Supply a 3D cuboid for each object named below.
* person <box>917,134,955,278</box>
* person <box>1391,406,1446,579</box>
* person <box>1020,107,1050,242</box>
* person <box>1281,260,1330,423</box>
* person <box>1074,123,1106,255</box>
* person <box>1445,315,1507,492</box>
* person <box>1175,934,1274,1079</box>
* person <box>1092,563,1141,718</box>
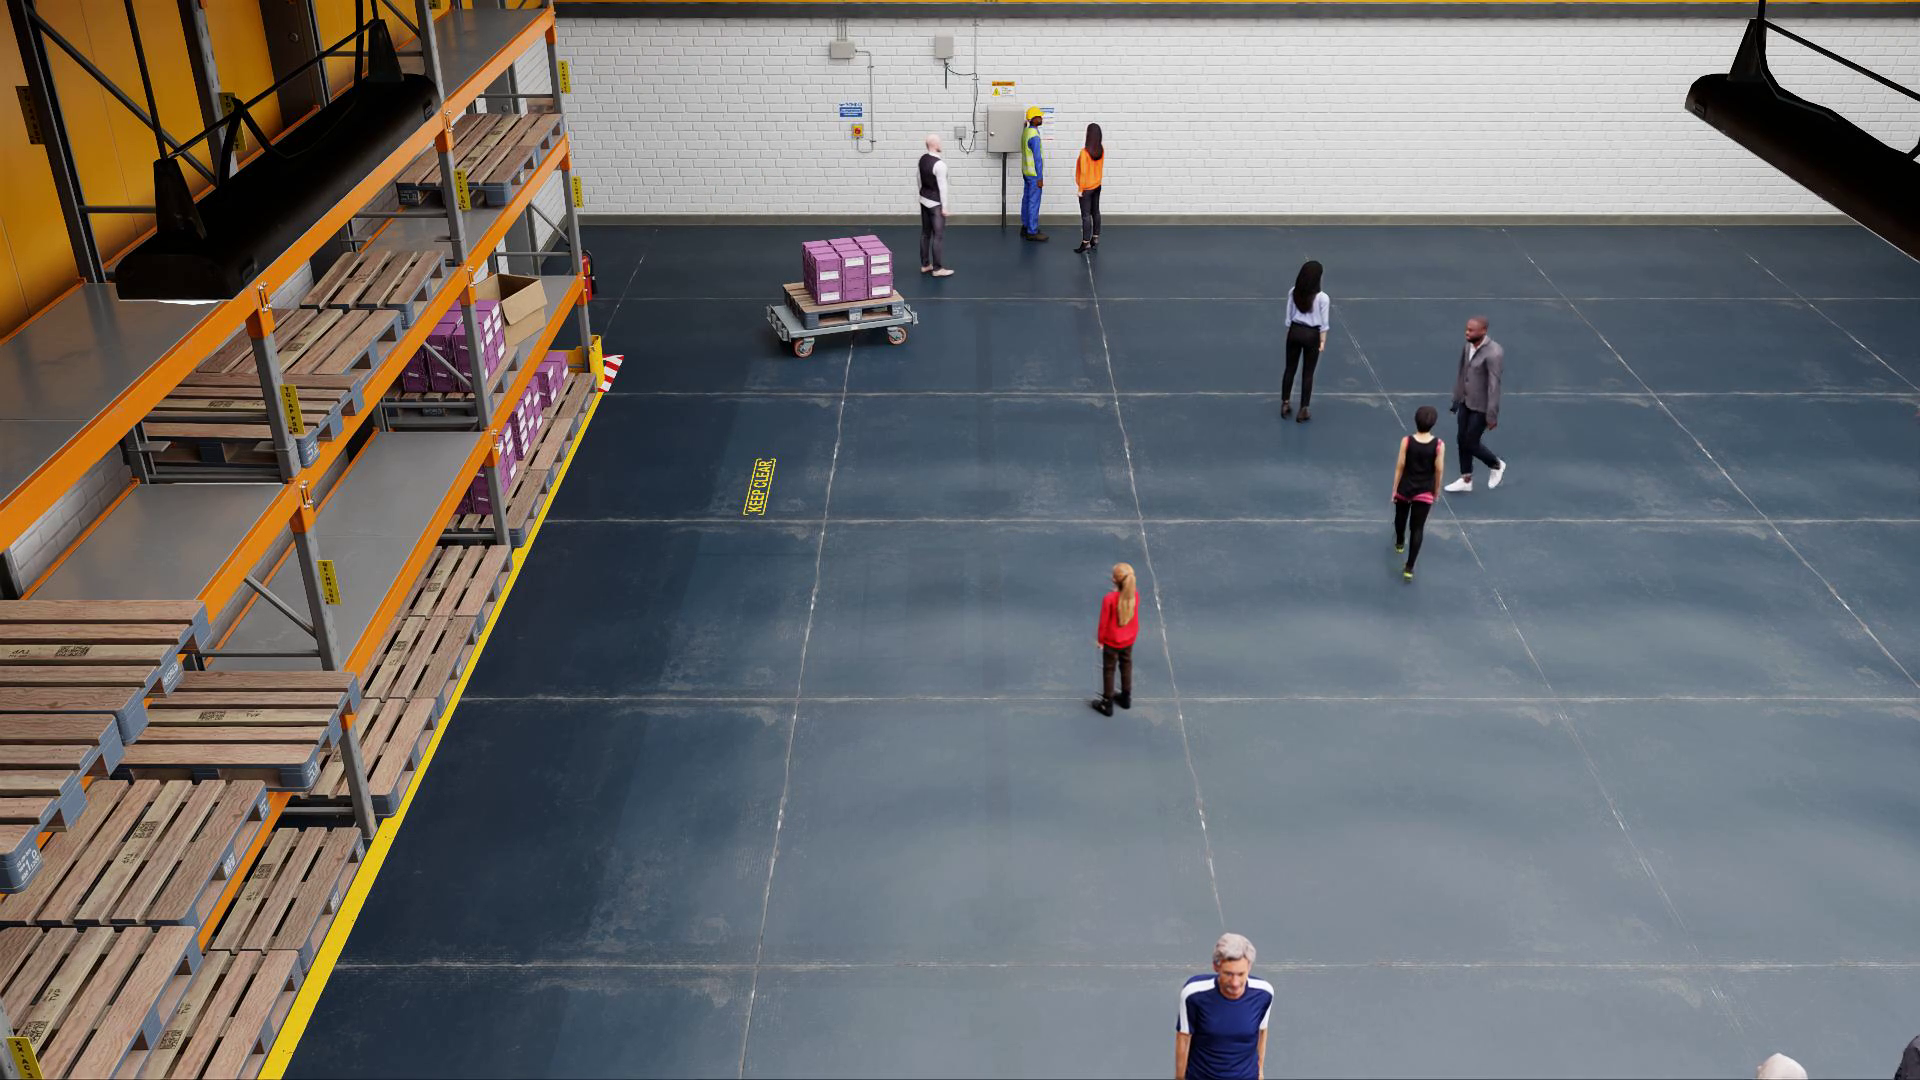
[{"bbox_3d":[-0.342,-4.316,21.448,0.841,1.822,0.751,-20,34,-32],"label":"person"},{"bbox_3d":[3.989,-0.404,14.598,0.780,1.513,1.074,7,29,13],"label":"person"},{"bbox_3d":[0.998,-5.027,22.760,0.780,1.813,0.609,-7,29,-13],"label":"person"},{"bbox_3d":[3.600,-2.097,17.461,0.723,1.744,0.738,17,33,28],"label":"person"},{"bbox_3d":[1.748,-4.718,22.261,0.771,1.748,0.690,21,35,33],"label":"person"},{"bbox_3d":[5.031,-1.293,15.938,0.955,1.791,0.871,-10,30,-17],"label":"person"},{"bbox_3d":[1.324,2.725,8.522,0.651,1.838,0.573,-2,29,-4],"label":"person"},{"bbox_3d":[1.215,0.748,12.726,0.576,1.283,0.615,-16,33,-27],"label":"person"}]
